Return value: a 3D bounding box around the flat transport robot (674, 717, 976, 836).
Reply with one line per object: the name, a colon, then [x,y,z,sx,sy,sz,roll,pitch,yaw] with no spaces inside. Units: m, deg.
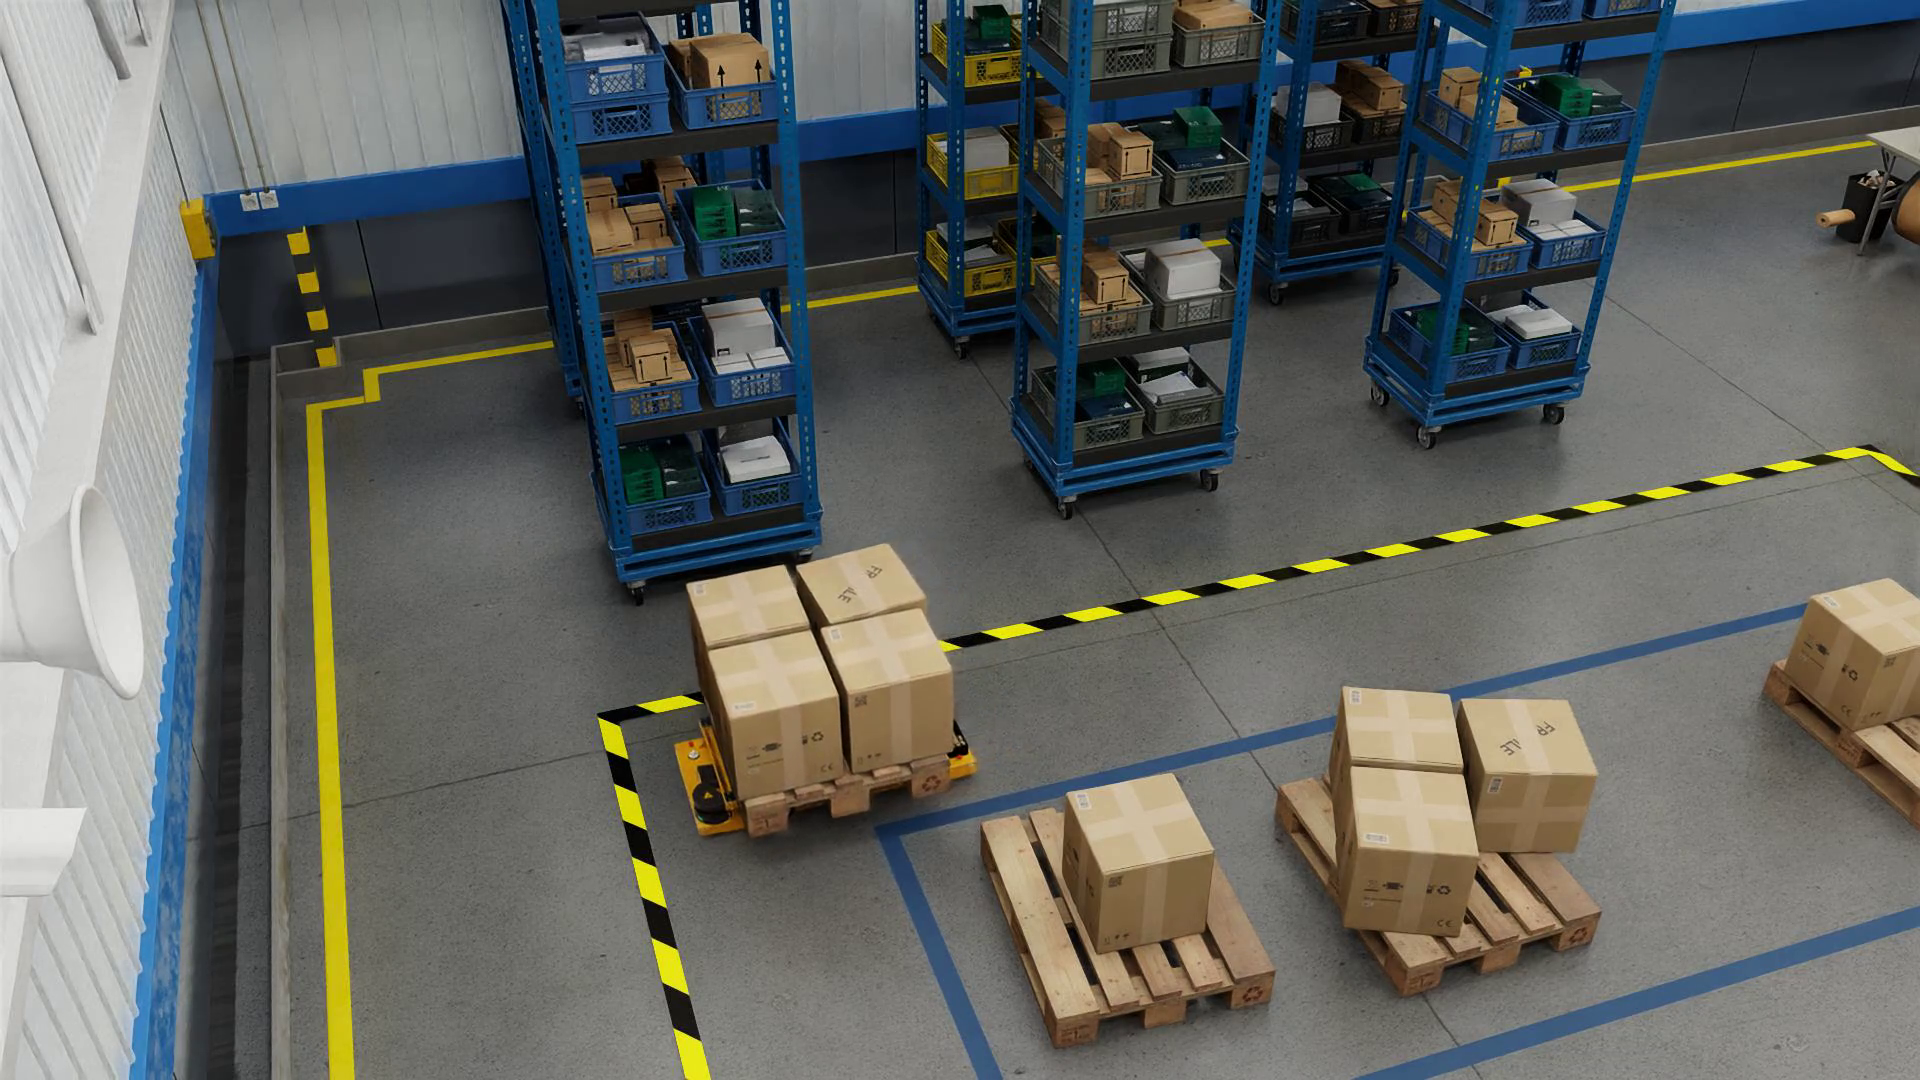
flat transport robot: [-0.699,1.071,8.513,1.431,0.197,0.652,-11,37,-15]
